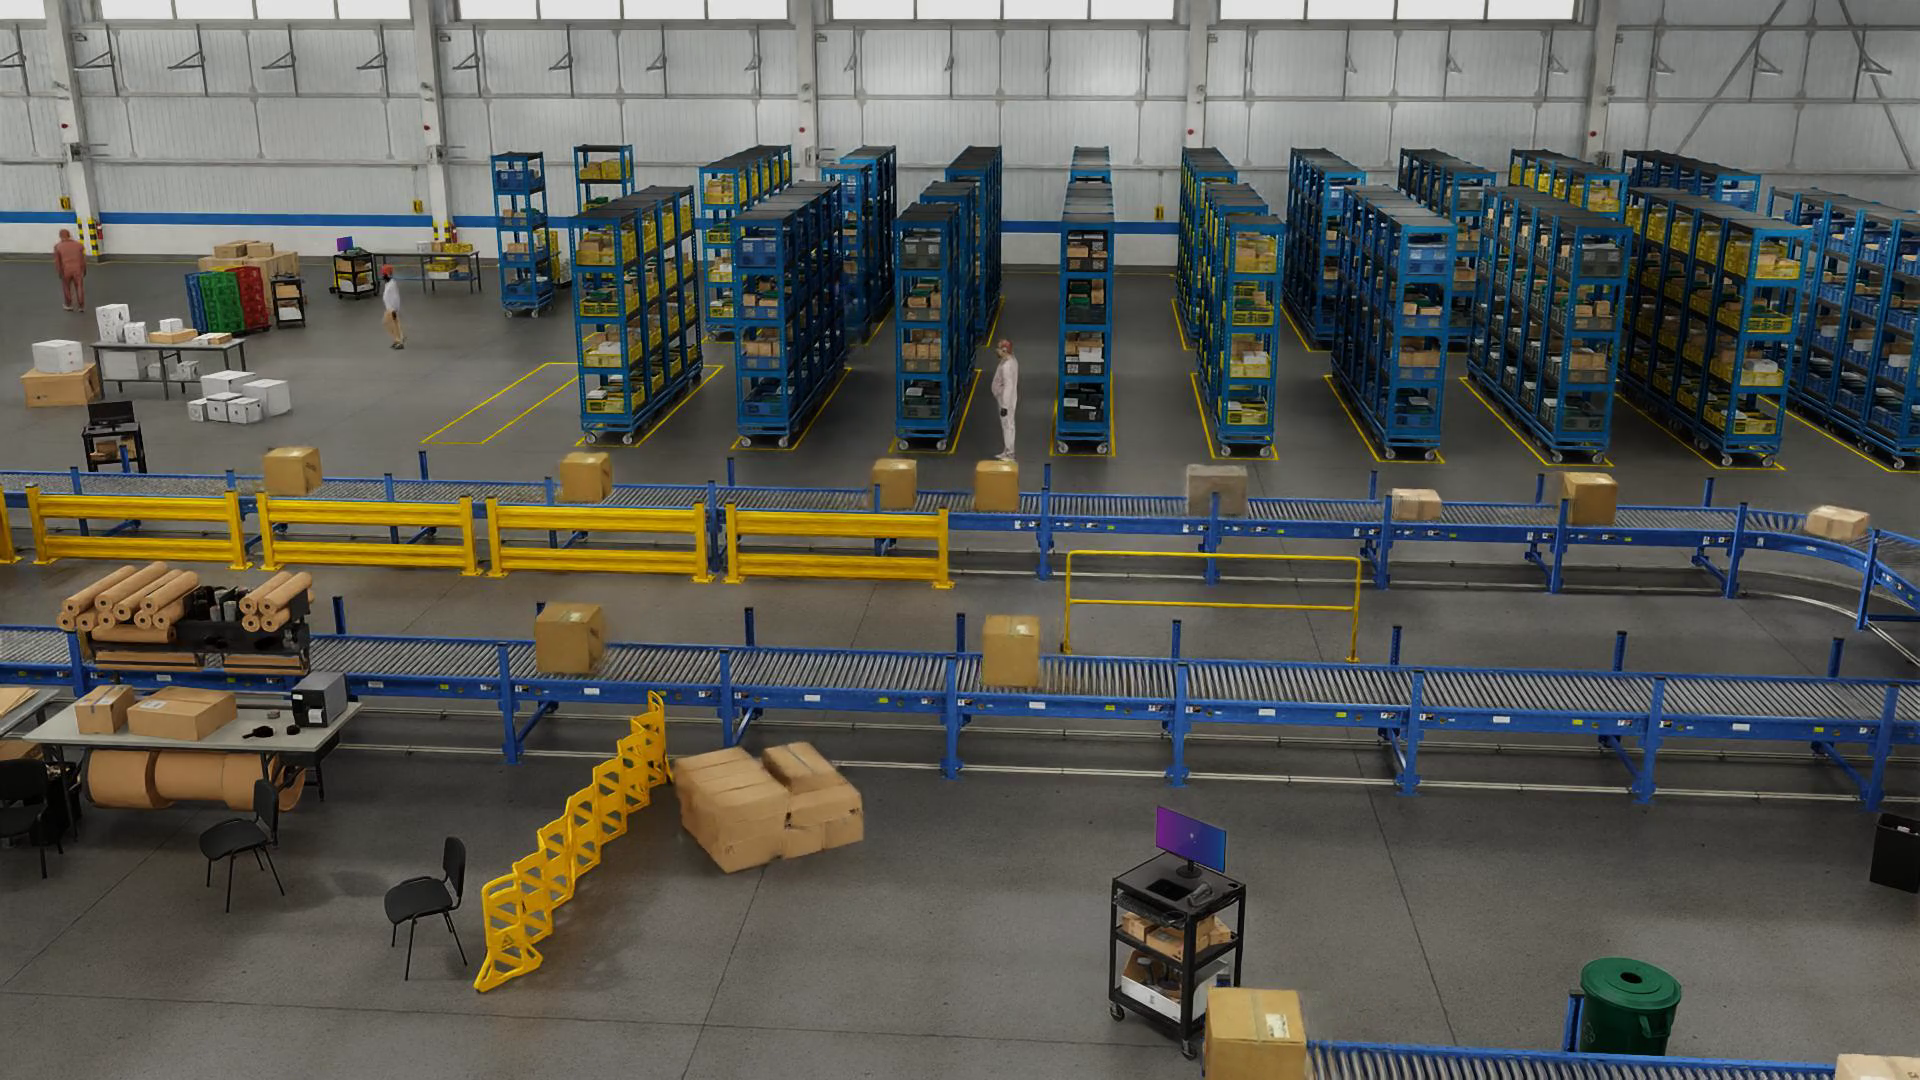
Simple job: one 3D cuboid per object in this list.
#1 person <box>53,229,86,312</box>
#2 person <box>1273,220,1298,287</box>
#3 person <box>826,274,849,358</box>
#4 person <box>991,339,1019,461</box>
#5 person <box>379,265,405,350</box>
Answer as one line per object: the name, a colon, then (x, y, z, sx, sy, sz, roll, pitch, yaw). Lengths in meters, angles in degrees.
person: (-20.396, -6.191, 38.131, 0.664, 1.869, 0.886, -14, 22, -38)
person: (8.307, -7.242, 41.588, 0.885, 1.800, 0.595, -1, 18, -4)
person: (-2.406, -4.380, 32.469, 0.442, 1.828, 0.583, -5, 18, -15)
person: (0.672, -2.090, 25.072, 0.402, 1.911, 0.639, 2, 18, 6)
person: (-11.489, -4.697, 33.610, 0.417, 1.734, 0.585, -10, 20, -29)
